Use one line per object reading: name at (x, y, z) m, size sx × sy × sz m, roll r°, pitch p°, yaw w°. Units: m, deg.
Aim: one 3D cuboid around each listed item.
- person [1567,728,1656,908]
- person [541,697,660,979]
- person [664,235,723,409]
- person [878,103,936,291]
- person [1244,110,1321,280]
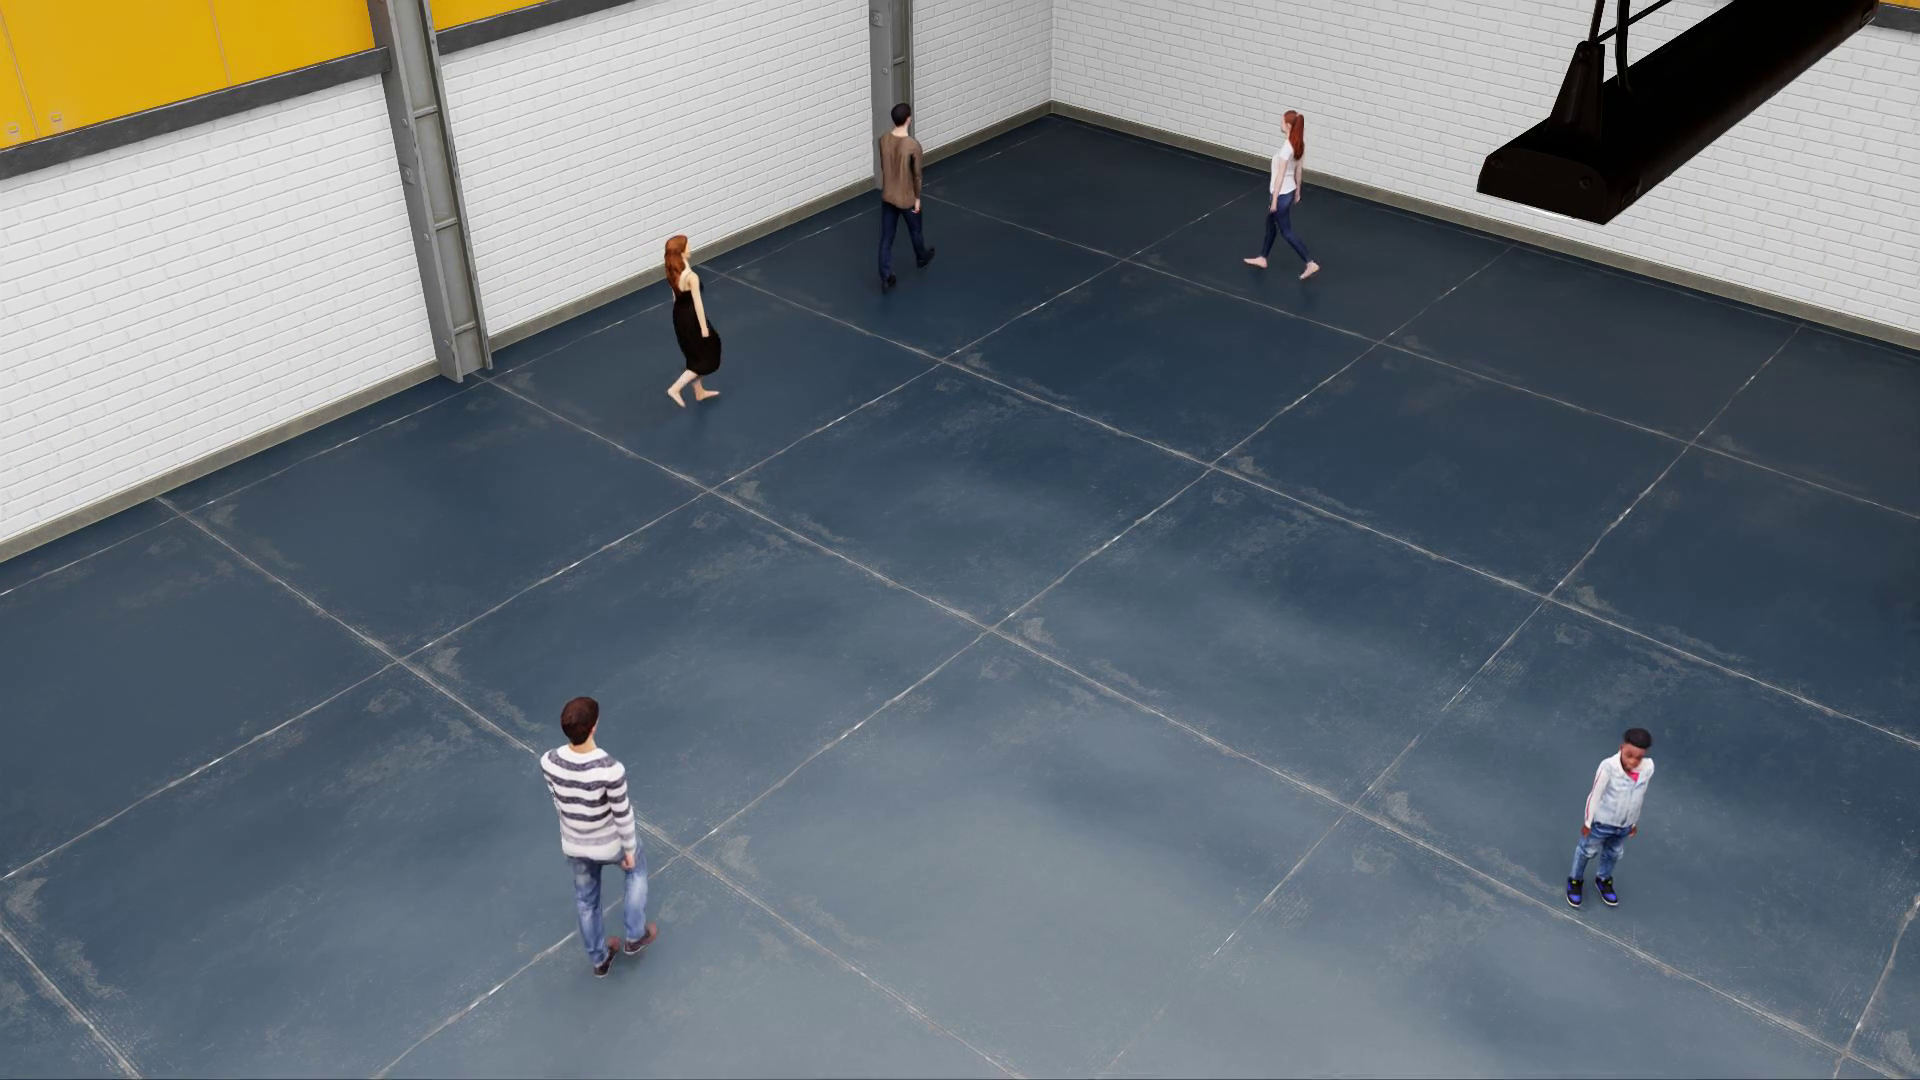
person at (3.786, 1.583, 9.636) m, size 0.562 × 1.259 × 0.616 m, roll 0°, pitch 34°, yaw 0°
person at (-2.008, 1.676, 8.974) m, size 0.787 × 1.838 × 0.828 m, roll 6°, pitch 34°, yaw 9°
person at (-2.425, -1.875, 14.517) m, size 0.830 × 1.616 × 0.672 m, roll -23°, pitch 40°, yaw -30°
person at (-0.642, -3.377, 16.582) m, size 0.869 × 1.831 × 1.222 m, roll 14°, pitch 36°, yaw 20°
person at (3.354, -3.446, 16.795) m, size 0.670 × 1.710 × 1.053 m, roll 22°, pitch 39°, yaw 29°
